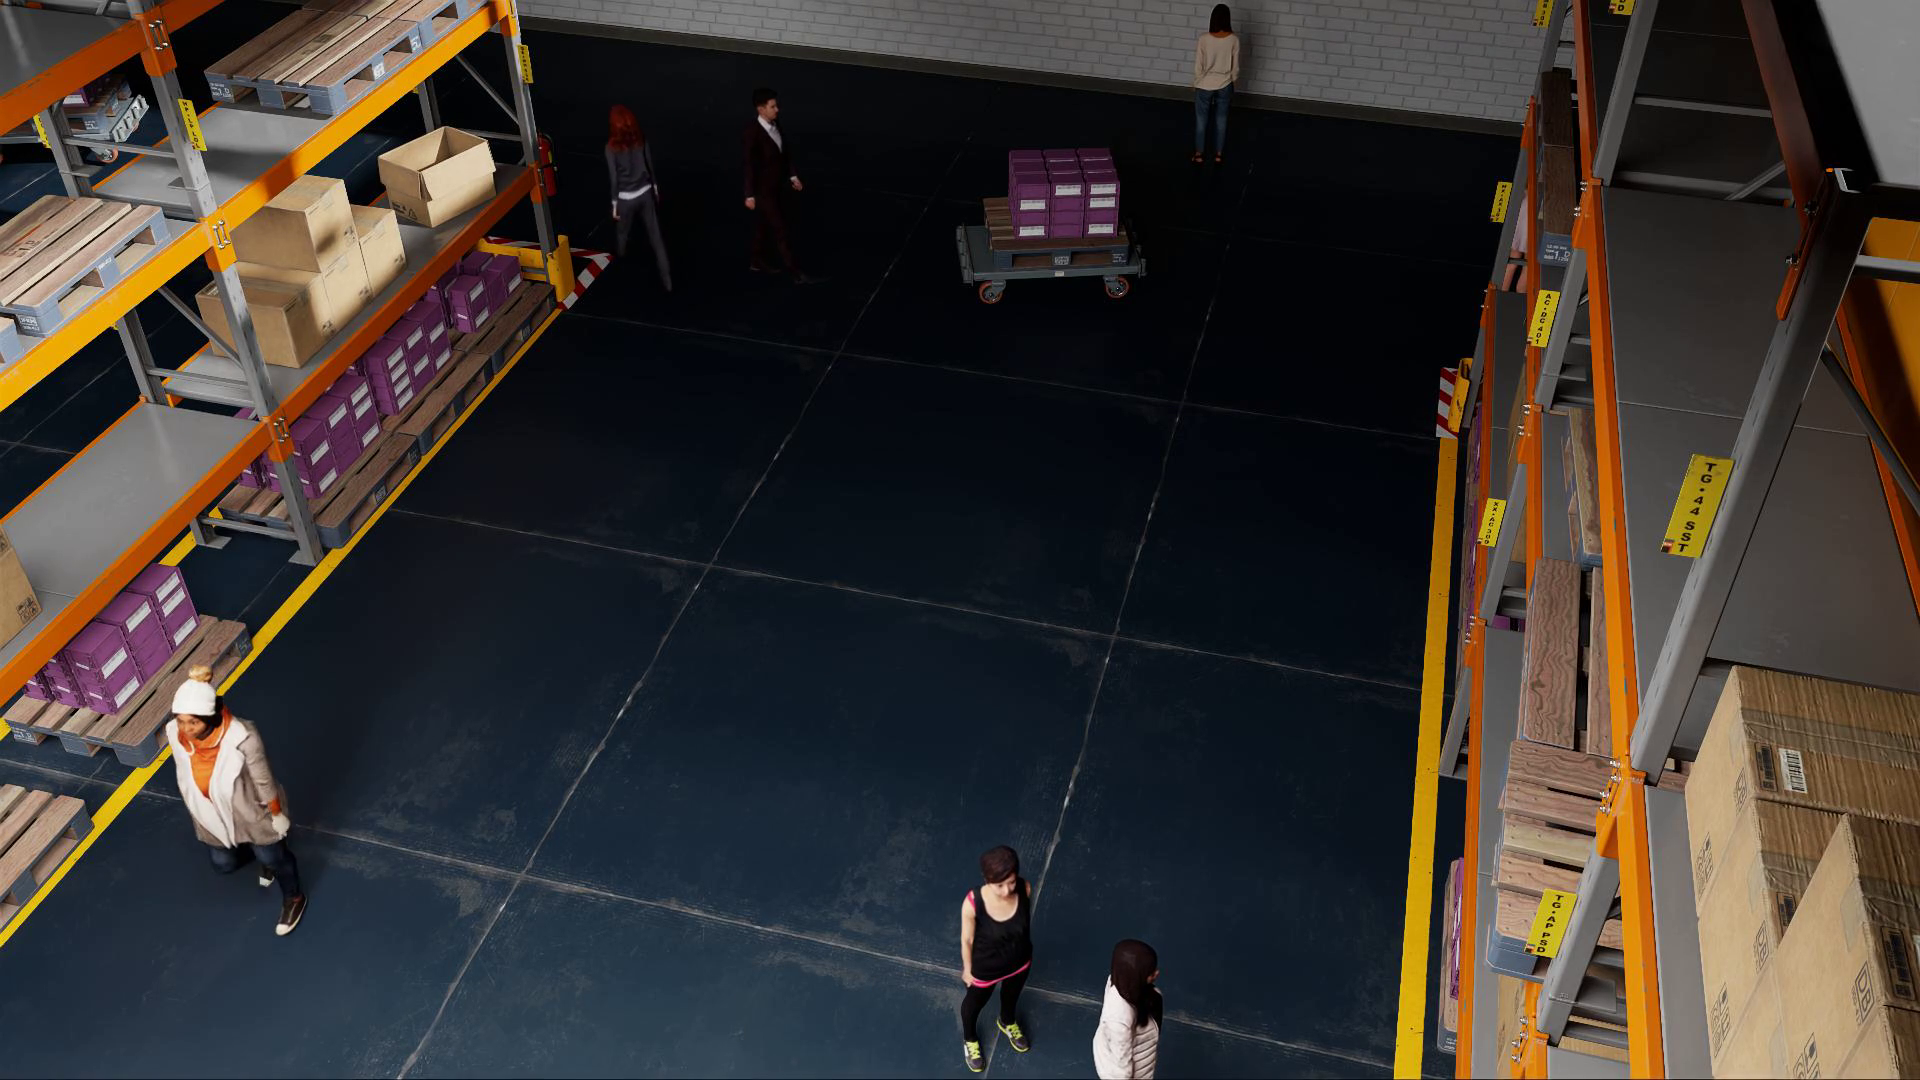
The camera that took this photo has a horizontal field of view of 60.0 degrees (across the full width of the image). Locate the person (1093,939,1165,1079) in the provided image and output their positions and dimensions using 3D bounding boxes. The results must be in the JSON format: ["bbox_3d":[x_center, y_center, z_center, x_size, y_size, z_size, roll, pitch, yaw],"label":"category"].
[{"bbox_3d":[0.783,2.459,7.982,0.710,1.638,0.524,4,39,5],"label":"person"}]

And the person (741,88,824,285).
[{"bbox_3d":[-1.792,-3.178,14.884,0.805,1.832,0.999,12,40,15],"label":"person"}]

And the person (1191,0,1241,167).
[{"bbox_3d":[2.566,-4.576,16.756,0.661,1.682,0.613,1,39,1],"label":"person"}]

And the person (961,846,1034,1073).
[{"bbox_3d":[0.194,2.105,8.494,0.625,1.552,0.675,-17,42,-20],"label":"person"}]

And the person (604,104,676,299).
[{"bbox_3d":[-2.830,-2.923,14.664,1.183,1.710,1.256,-18,42,-21],"label":"person"}]

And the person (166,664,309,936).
[{"bbox_3d":[-3.930,1.367,9.157,0.784,1.878,0.876,2,39,2],"label":"person"}]
